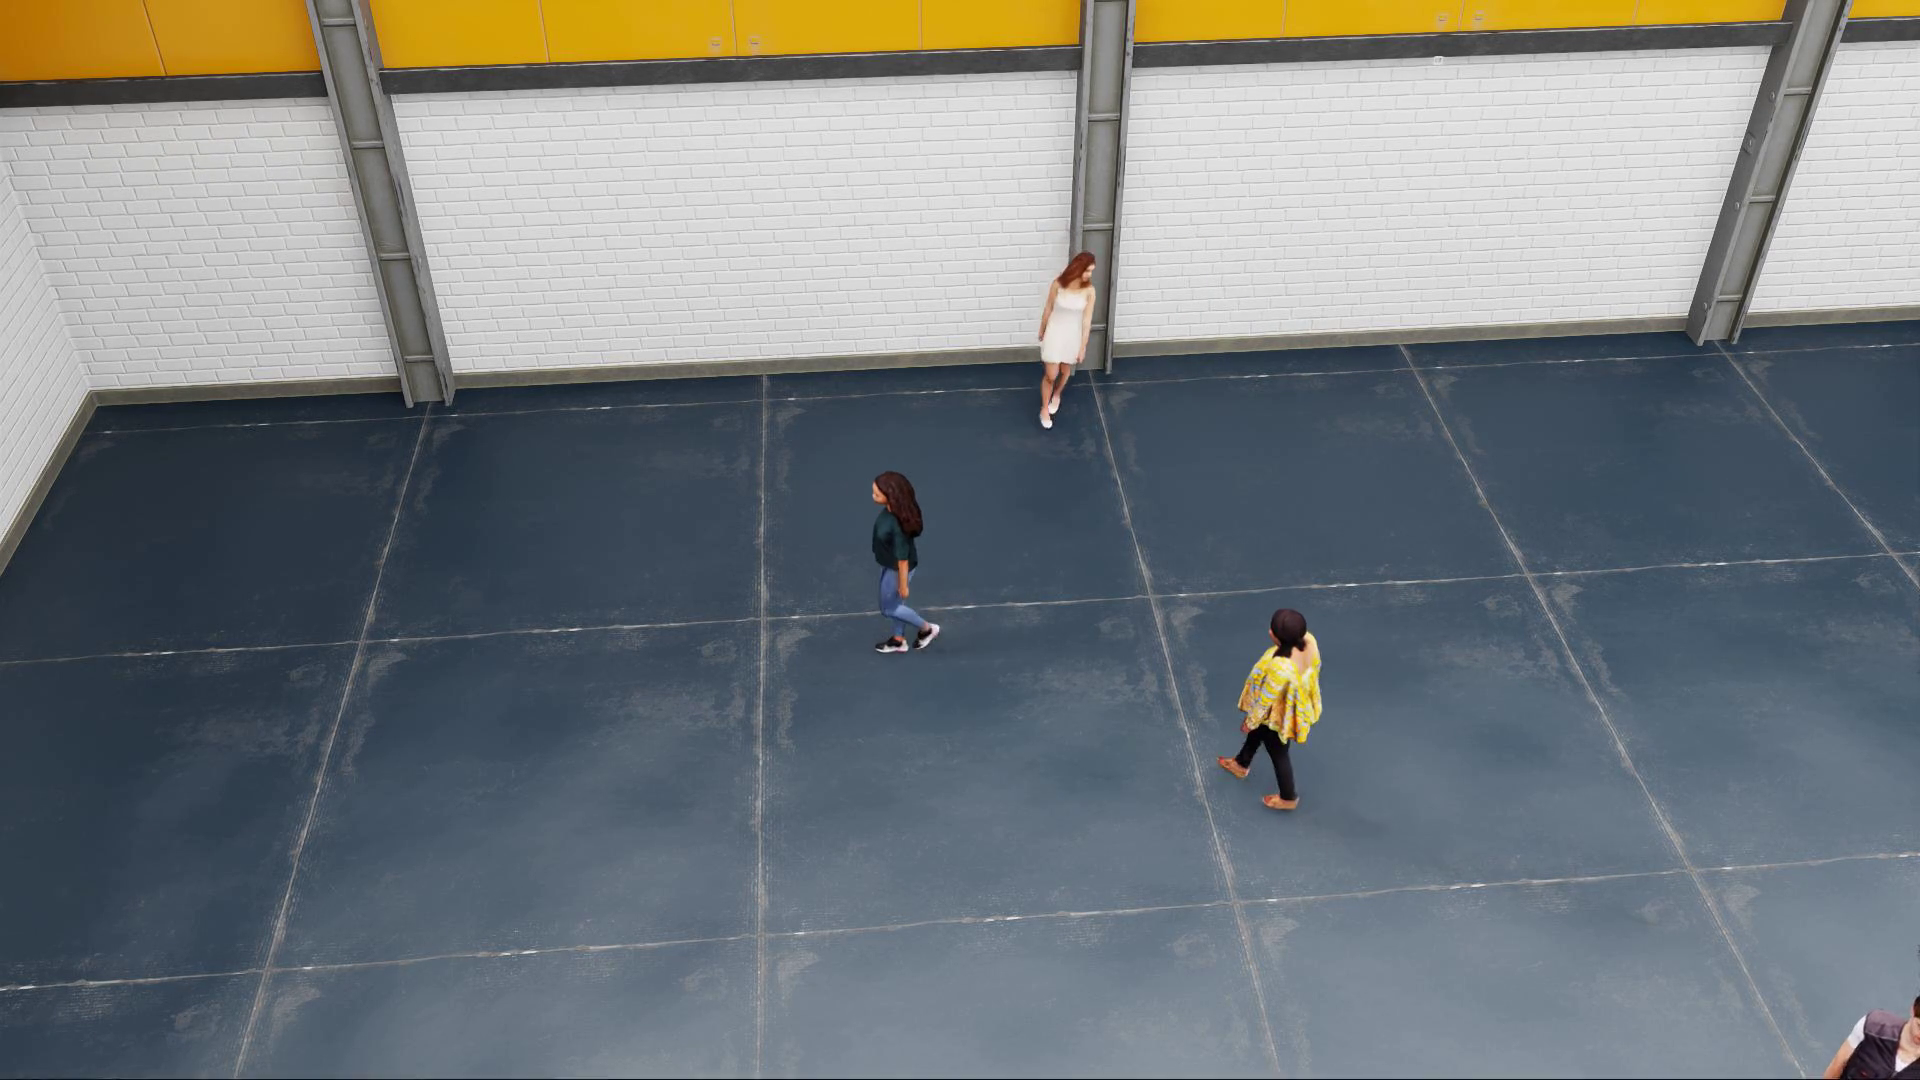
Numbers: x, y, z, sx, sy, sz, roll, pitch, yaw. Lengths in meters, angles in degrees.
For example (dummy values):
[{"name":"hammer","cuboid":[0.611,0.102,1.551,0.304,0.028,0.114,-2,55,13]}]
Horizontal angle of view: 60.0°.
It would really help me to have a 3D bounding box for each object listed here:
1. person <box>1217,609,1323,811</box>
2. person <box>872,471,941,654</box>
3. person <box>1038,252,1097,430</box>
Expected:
[{"name":"person","cuboid":[2.128,1.138,10.704,1.024,1.634,0.930,16,41,19]},{"name":"person","cuboid":[-0.373,0.183,11.921,0.692,1.607,0.590,-4,39,-5]},{"name":"person","cuboid":[0.887,-1.776,14.335,0.754,1.655,0.772,11,40,13]}]
